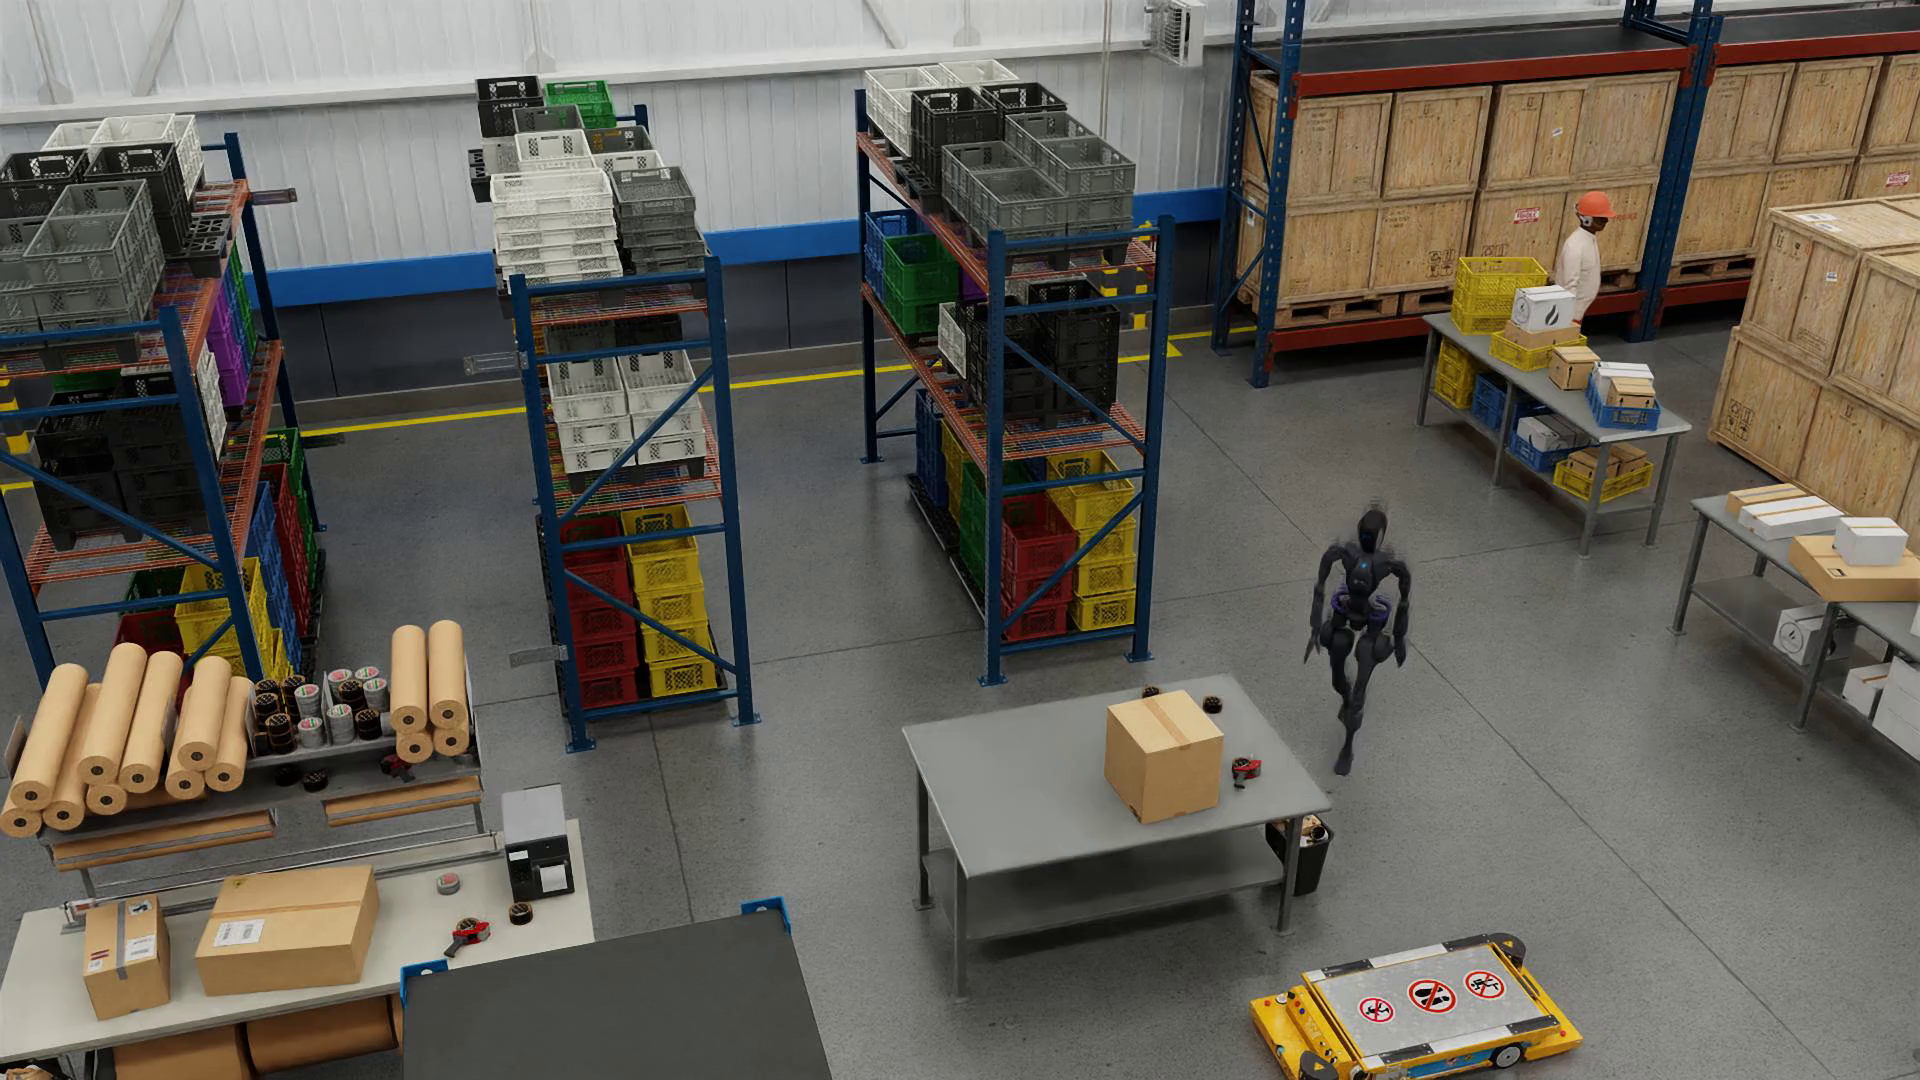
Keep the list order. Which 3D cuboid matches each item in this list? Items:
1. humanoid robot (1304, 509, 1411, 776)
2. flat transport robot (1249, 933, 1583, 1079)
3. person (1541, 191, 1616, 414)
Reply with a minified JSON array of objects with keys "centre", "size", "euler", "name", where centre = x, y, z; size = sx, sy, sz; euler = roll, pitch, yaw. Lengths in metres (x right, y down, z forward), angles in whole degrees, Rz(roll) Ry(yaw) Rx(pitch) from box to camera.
[{"centre":[2.361,0.516,9.807],"size":[0.538,1.634,0.734],"euler":[15,32,26],"name":"humanoid robot"},{"centre":[2.184,2.282,7.980],"size":[1.431,0.197,0.652],"euler":[-8,30,-14],"name":"flat transport robot"},{"centre":[5.125,-1.935,13.892],"size":[0.375,1.995,0.608],"euler":[14,32,24],"name":"person"}]
